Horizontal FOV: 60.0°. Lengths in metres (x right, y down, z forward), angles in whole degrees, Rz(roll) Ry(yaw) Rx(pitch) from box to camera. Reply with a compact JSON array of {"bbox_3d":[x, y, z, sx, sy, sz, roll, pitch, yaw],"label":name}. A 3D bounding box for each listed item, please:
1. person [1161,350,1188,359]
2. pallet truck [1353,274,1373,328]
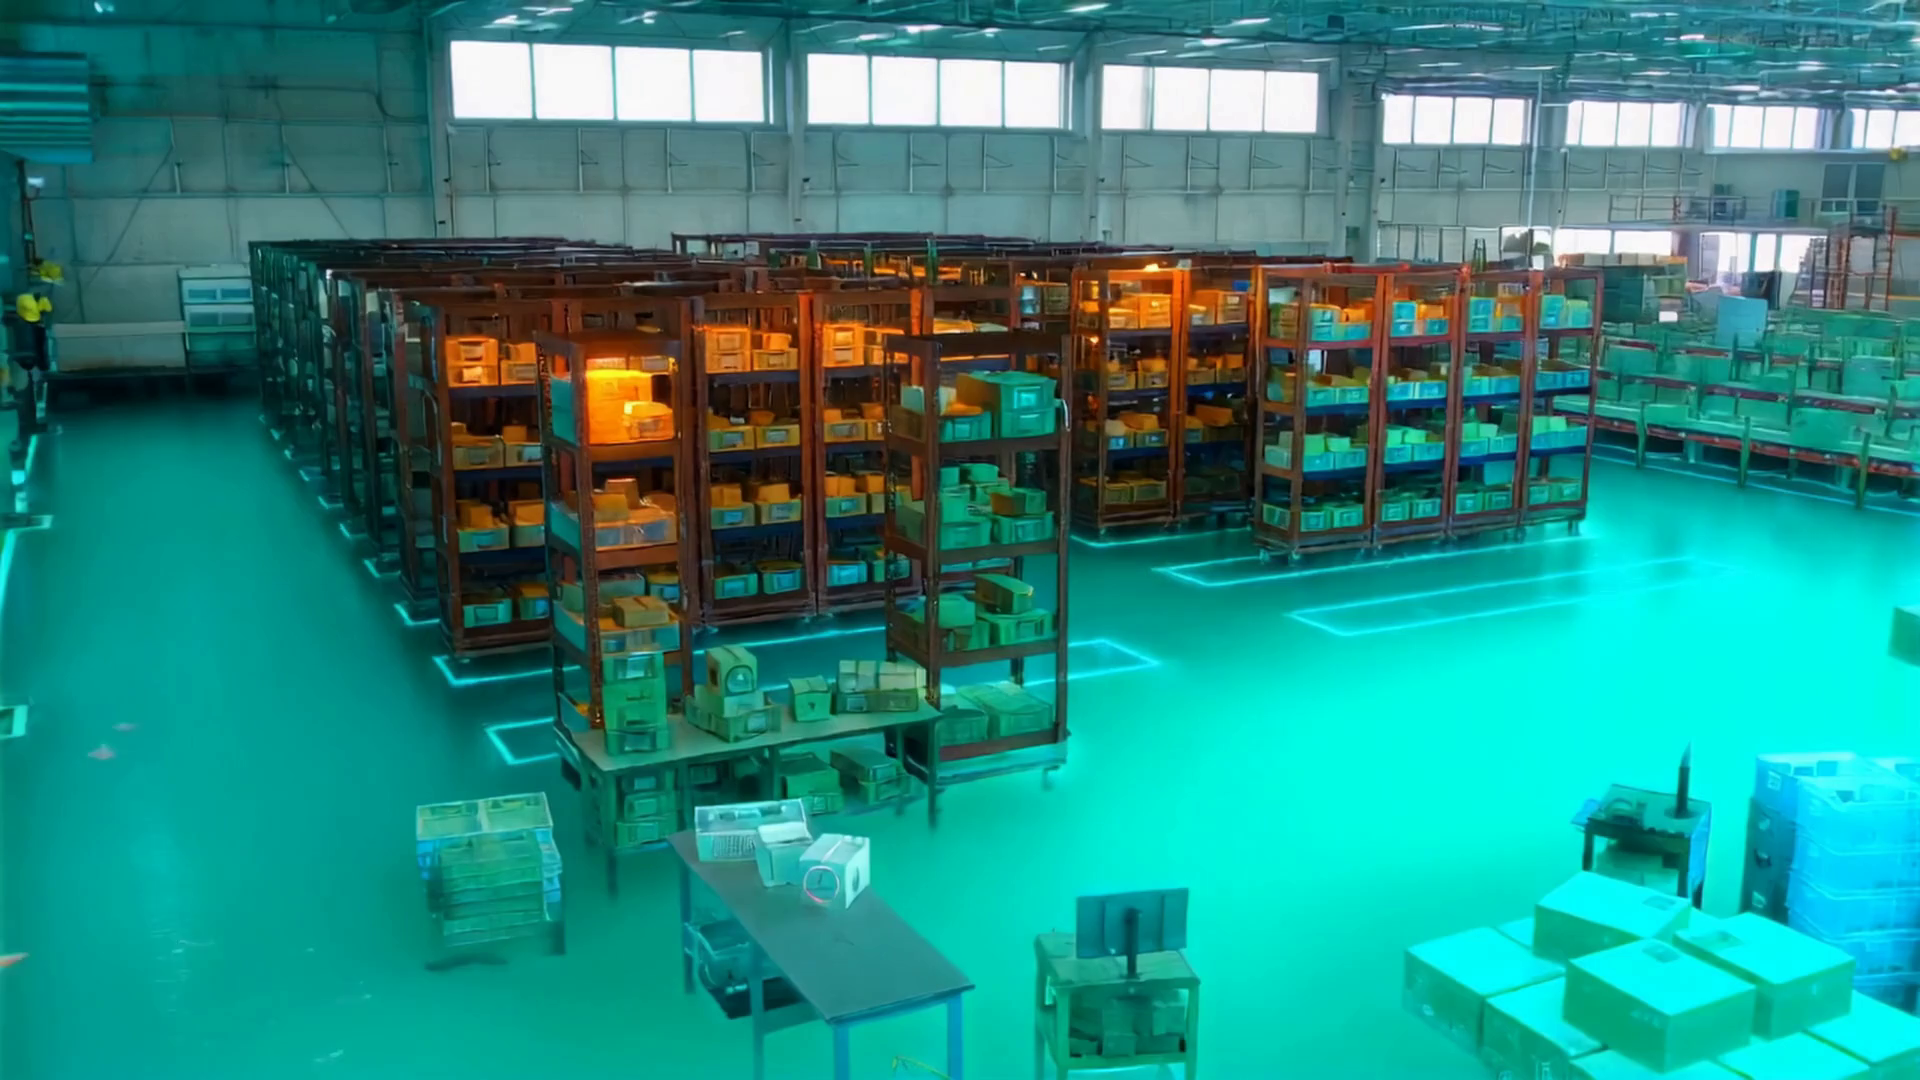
[{"bbox_3d":[4.832,-4.238,37.349,0.619,2.019,0.447,-1,12,-5],"label":"person"},{"bbox_3d":[13.011,-8.050,55.243,0.823,1.965,1.885,-7,14,-28],"label":"pallet truck"}]
